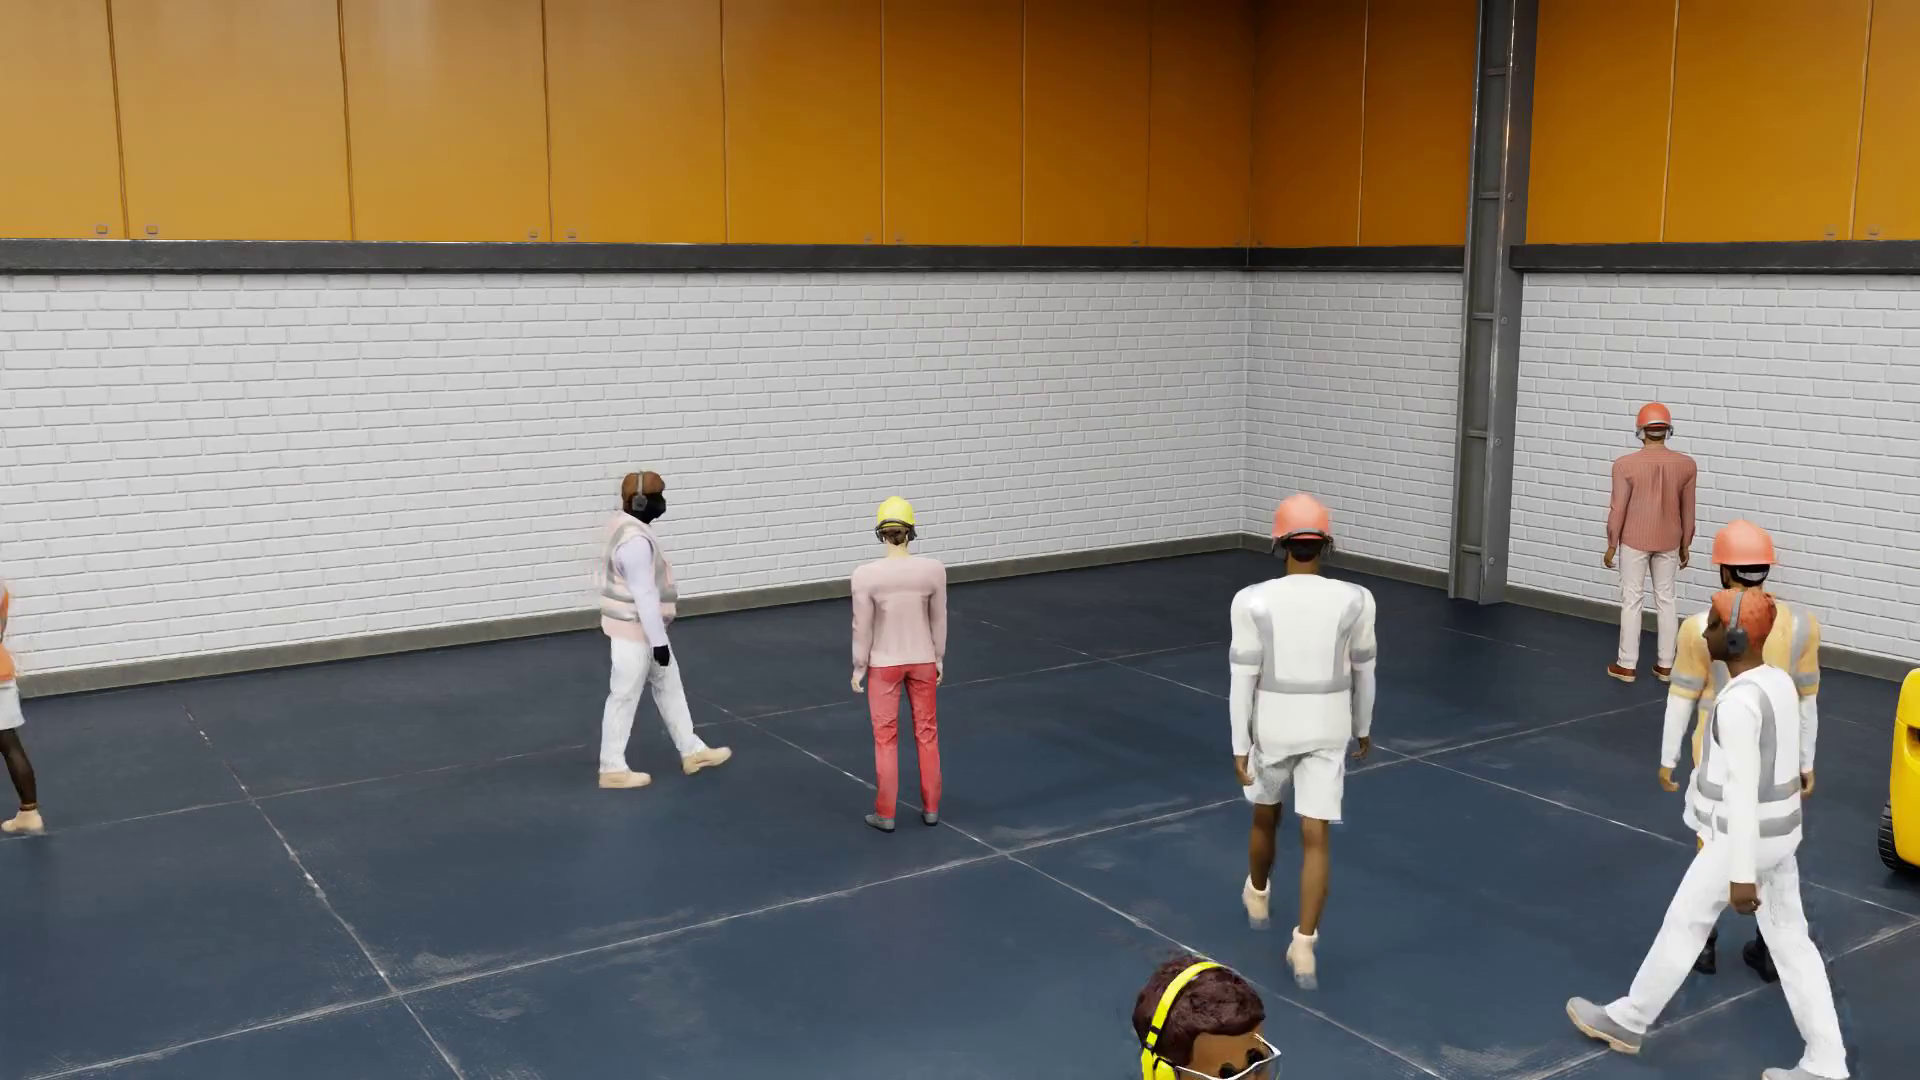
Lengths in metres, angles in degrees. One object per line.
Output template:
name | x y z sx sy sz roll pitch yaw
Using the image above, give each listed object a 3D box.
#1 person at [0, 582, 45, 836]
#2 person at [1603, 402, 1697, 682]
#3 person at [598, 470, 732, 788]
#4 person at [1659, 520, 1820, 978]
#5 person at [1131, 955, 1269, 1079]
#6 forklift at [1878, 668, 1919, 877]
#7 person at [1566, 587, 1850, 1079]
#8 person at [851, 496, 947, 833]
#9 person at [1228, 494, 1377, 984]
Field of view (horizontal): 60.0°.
person | -5.176 0.727 8.592 0.837 1.650 0.541 3 10 17
person | 4.898 0.018 11.845 0.623 1.989 0.399 0 9 0
person | -1.688 0.507 9.453 0.866 1.807 0.651 -2 10 -10
person | 3.213 0.875 6.882 0.590 1.928 0.412 1 9 7
person | 0.347 1.569 2.928 0.749 1.853 0.521 9 13 43
forklift | 5.511 0.571 7.906 2.313 2.155 1.214 -6 11 -33
person | 2.793 1.071 6.005 1.010 1.825 0.596 9 13 44
person | -0.321 0.652 8.718 0.524 1.764 0.329 -3 10 -19
person | 1.457 0.795 7.154 0.627 1.996 0.998 1 10 7
